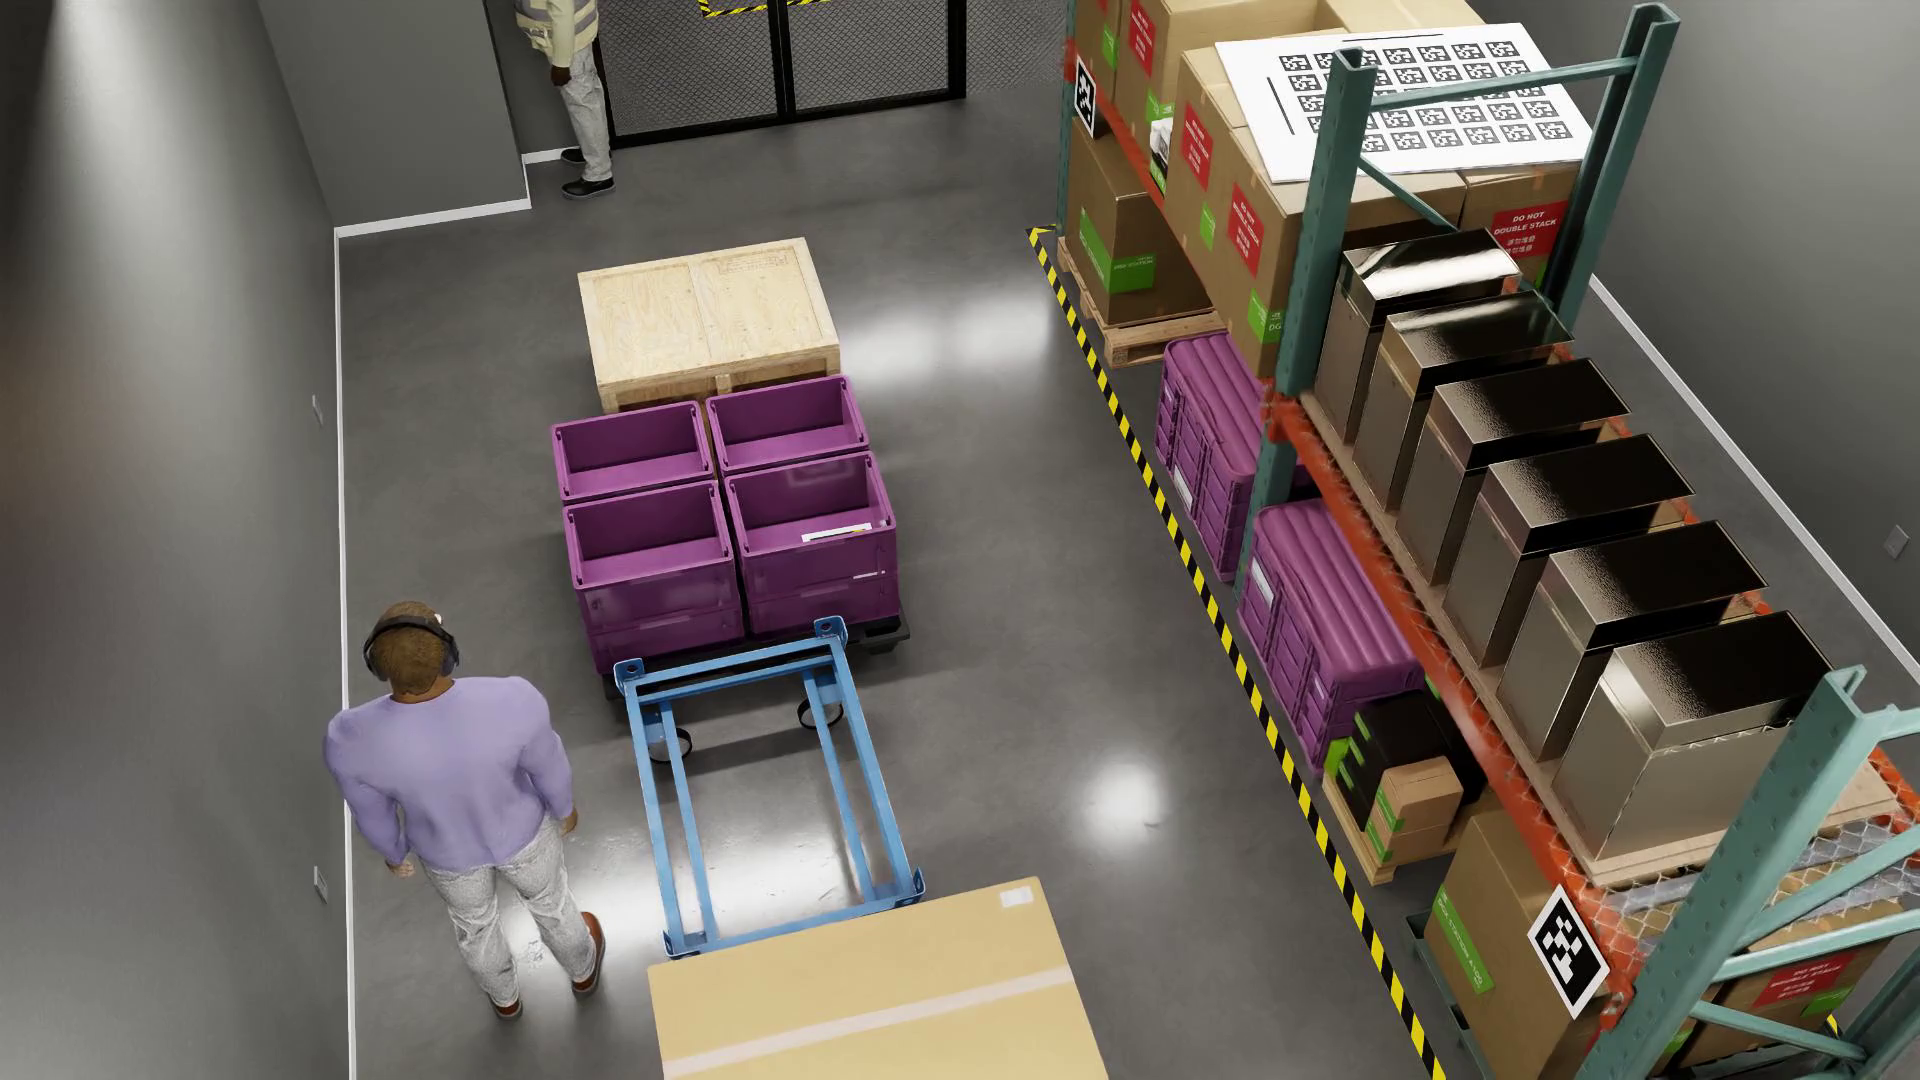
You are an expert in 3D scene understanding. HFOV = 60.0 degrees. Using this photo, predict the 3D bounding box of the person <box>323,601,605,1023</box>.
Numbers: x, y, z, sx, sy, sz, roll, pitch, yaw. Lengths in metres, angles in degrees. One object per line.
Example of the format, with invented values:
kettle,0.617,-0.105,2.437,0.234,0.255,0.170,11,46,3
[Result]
person,-1.474,0.874,5.083,0.628,1.940,0.378,-11,48,-10

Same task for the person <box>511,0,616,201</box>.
person,-1.999,-2.555,8.303,0.404,1.833,0.592,-4,48,-4
